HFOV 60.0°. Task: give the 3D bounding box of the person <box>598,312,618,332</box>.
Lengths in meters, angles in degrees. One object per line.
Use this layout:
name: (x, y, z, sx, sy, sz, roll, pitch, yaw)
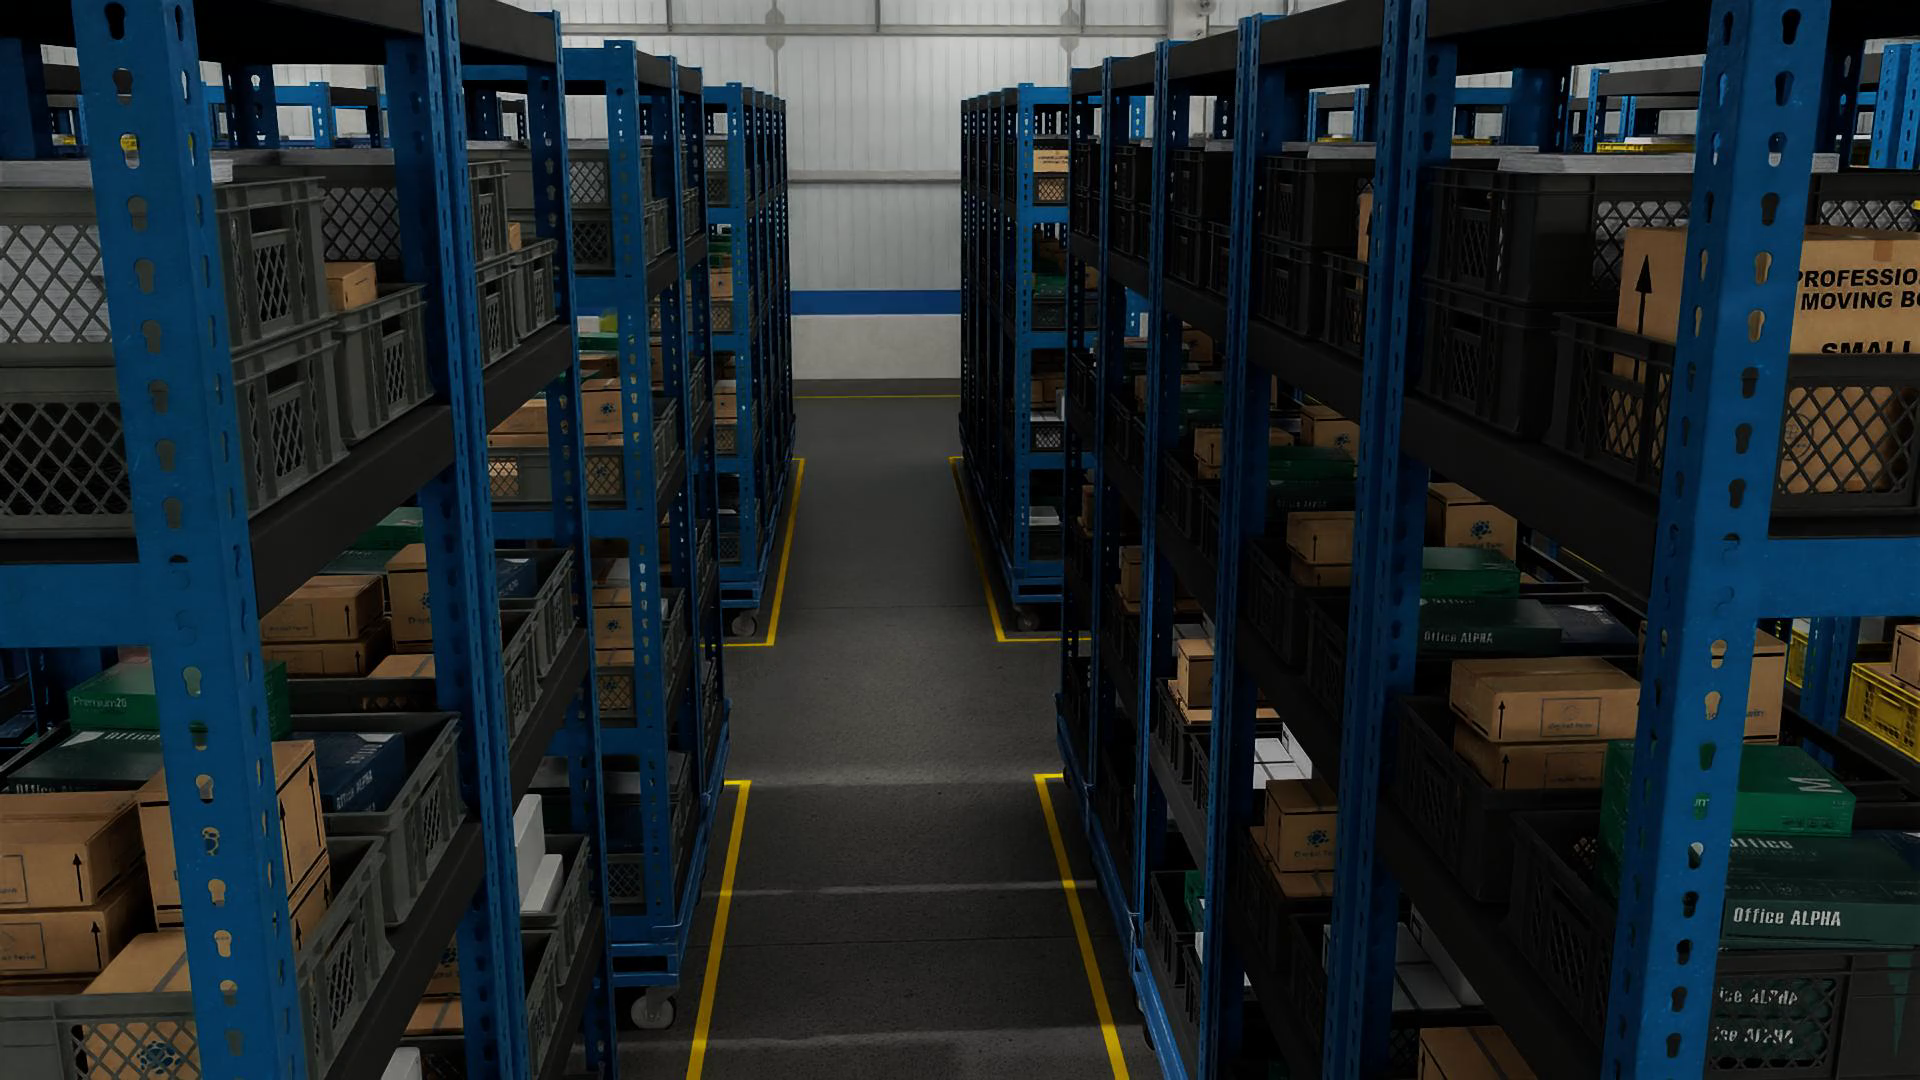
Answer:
person: (-2.946, -1.039, 14.189, 0.611, 1.821, 0.491, 0, 14, -1)
